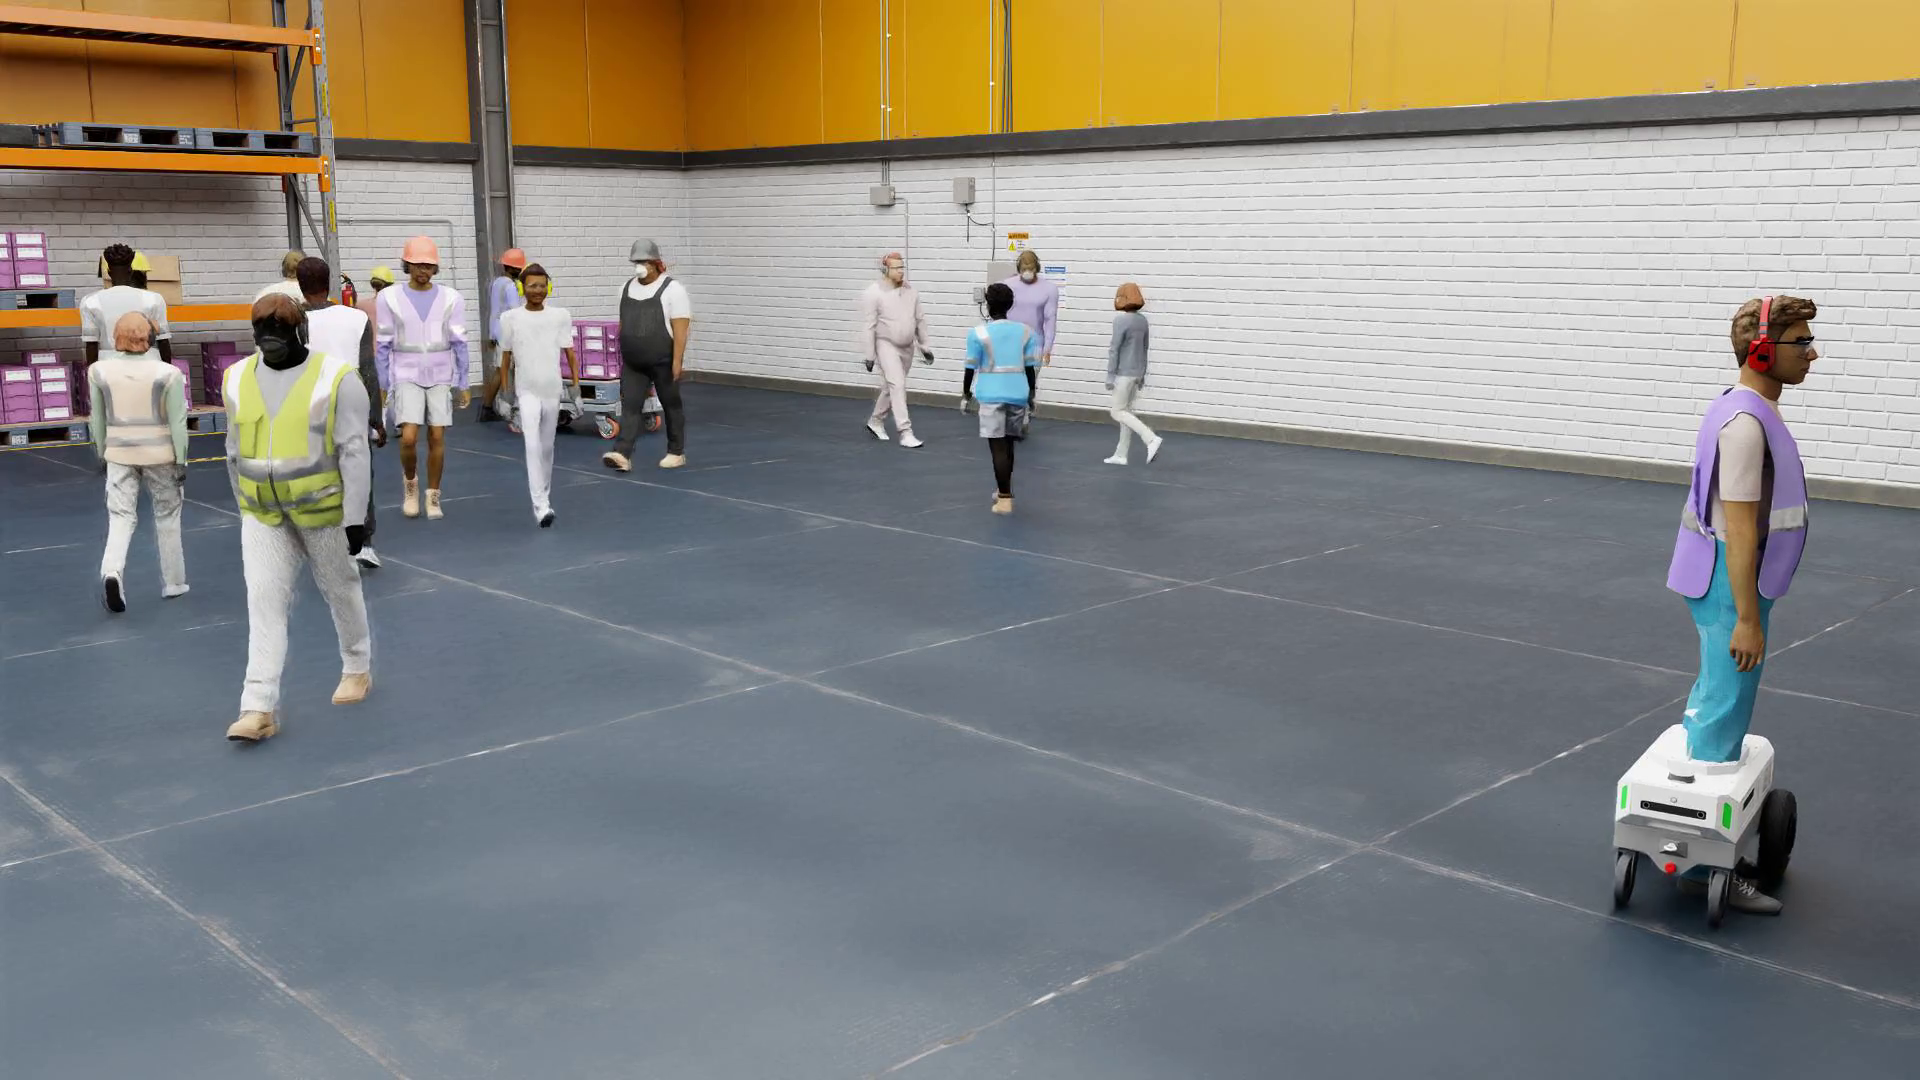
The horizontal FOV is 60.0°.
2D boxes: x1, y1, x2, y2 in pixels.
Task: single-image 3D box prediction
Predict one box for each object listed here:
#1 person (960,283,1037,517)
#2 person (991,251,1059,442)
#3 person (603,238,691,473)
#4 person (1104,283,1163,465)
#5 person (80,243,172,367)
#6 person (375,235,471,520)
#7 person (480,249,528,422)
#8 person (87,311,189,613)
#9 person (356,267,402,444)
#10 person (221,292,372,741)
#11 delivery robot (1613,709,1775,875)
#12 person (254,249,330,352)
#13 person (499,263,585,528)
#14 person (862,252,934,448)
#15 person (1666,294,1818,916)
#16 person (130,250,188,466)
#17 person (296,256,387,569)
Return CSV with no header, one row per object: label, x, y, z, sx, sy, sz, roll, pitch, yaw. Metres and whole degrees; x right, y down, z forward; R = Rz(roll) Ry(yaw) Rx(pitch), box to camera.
person,0.258,-1.033,12.159,0.551,1.665,0.736,-4,11,-23
person,0.637,-1.911,16.457,0.676,1.860,1.028,0,10,-1
person,-2.683,-1.588,14.203,0.702,2.000,0.984,3,11,18
person,1.514,-1.433,14.526,0.591,1.613,0.510,8,13,36
person,-6.251,-1.243,12.539,0.603,1.962,0.368,-4,11,-22
person,-3.785,-1.131,11.758,0.623,2.021,0.483,-5,12,-25
person,-4.842,-2.224,18.142,0.962,1.869,0.592,-6,12,-31
person,-4.450,-0.429,9.020,0.514,1.616,0.715,-2,11,-10
person,-5.623,-1.813,16.318,0.545,1.715,0.925,2,10,8
person,-2.734,-0.120,6.884,0.643,1.793,0.966,0,10,2
delivery robot,2.284,0.768,5.156,0.477,0.478,0.707,7,12,34
person,-5.297,-1.331,13.164,0.638,1.916,0.770,1,10,3
person,-2.895,-0.993,11.559,0.525,1.815,0.986,-5,11,-24
person,-0.657,-1.855,16.162,0.688,1.865,0.961,-10,14,-42
person,2.361,0.183,5.070,0.389,1.848,0.563,4,11,22
person,-6.993,-1.495,14.093,0.594,1.903,0.859,5,12,26
person,-3.715,-0.712,9.816,0.624,1.892,0.484,-3,11,-14
